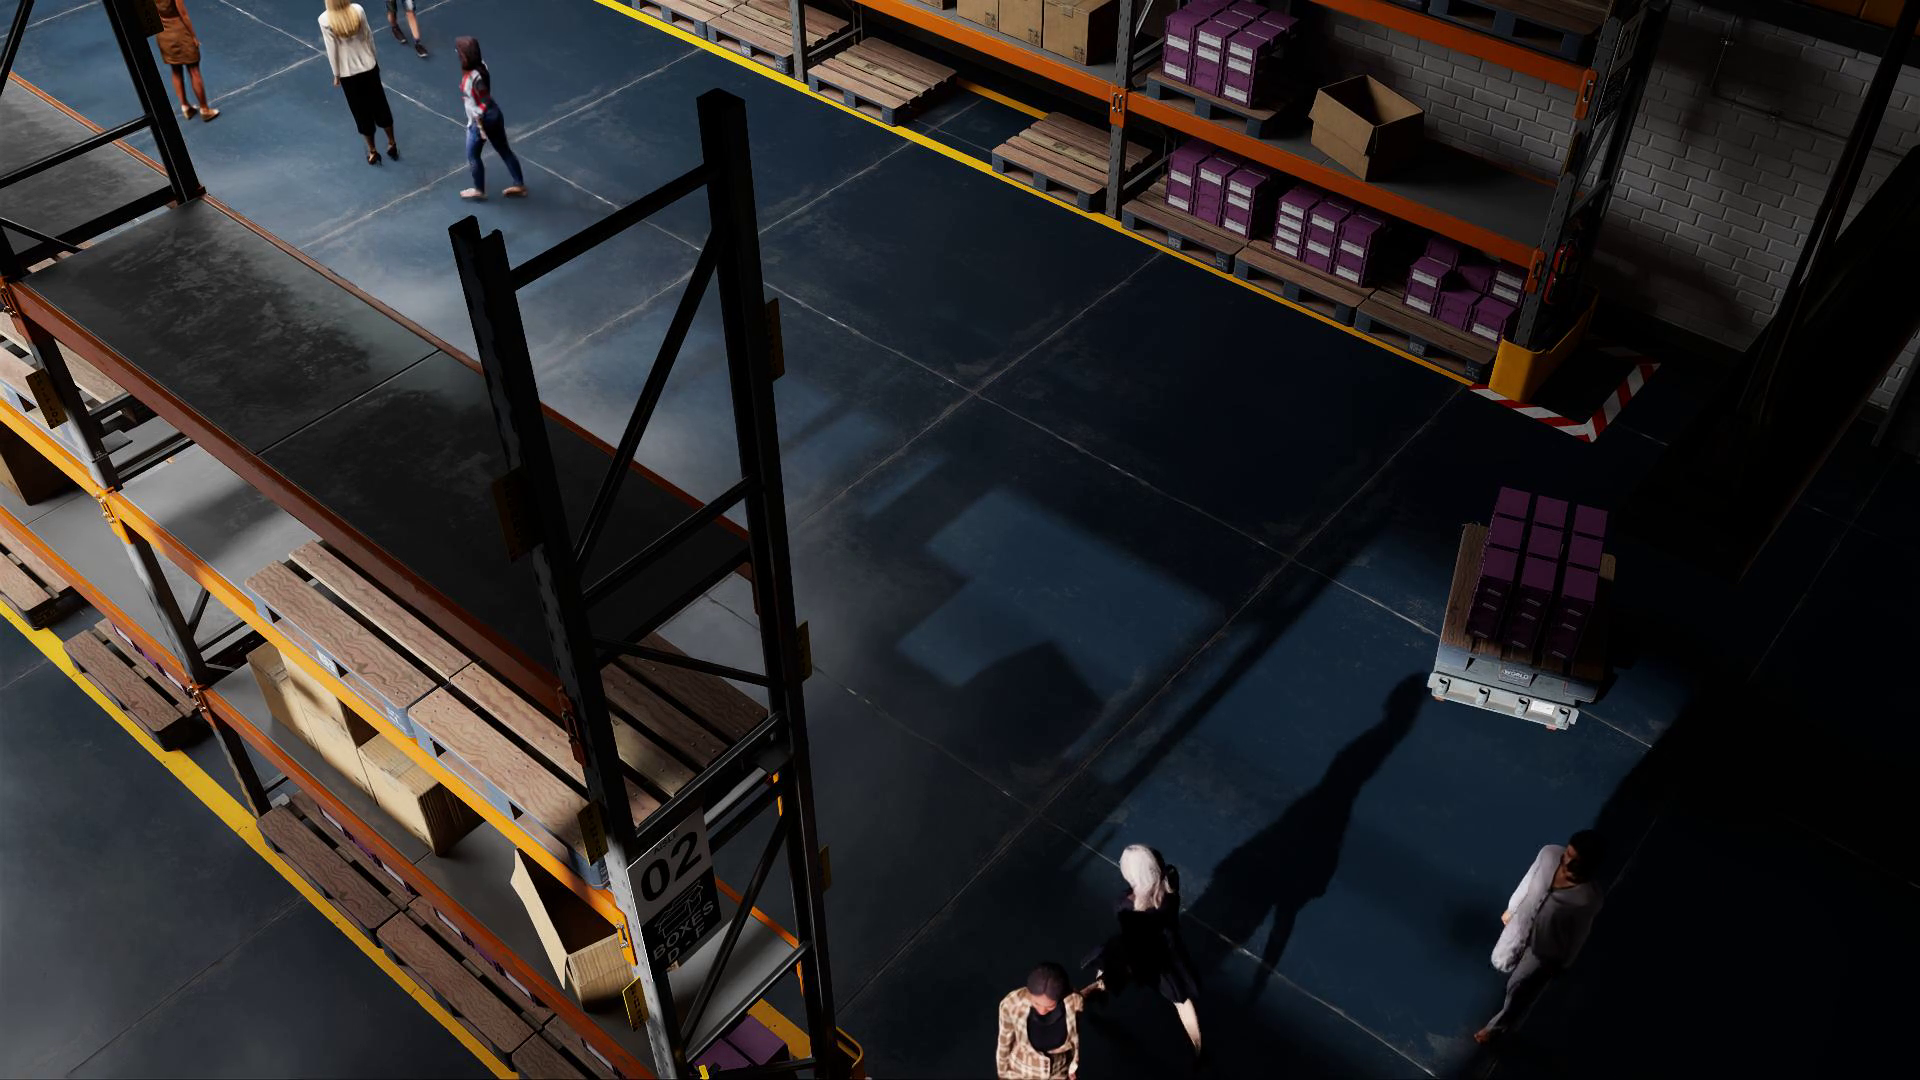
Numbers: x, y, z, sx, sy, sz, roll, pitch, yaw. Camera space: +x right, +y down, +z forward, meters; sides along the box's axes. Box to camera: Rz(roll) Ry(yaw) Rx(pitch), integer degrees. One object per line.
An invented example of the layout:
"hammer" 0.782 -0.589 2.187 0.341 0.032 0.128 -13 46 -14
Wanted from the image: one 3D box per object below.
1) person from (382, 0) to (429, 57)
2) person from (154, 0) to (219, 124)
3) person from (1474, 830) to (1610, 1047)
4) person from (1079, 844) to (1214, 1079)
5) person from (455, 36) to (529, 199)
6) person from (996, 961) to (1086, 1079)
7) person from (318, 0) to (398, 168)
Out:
"person" -5.924 -5.816 17.341 0.730 1.419 1.019 -23 48 -23
"person" -7.630 -4.882 16.169 0.591 1.683 0.698 8 44 8
"person" 3.152 2.057 8.832 0.877 1.756 0.919 -19 47 -19
"person" 1.047 2.209 8.720 0.803 1.691 1.140 -25 49 -24
"person" -4.231 -3.811 15.113 0.952 1.589 0.842 7 44 7
"person" 0.380 2.596 8.241 0.678 1.792 0.730 -5 44 -6
"person" -5.606 -4.348 15.482 0.639 1.858 0.574 -30 51 -28
